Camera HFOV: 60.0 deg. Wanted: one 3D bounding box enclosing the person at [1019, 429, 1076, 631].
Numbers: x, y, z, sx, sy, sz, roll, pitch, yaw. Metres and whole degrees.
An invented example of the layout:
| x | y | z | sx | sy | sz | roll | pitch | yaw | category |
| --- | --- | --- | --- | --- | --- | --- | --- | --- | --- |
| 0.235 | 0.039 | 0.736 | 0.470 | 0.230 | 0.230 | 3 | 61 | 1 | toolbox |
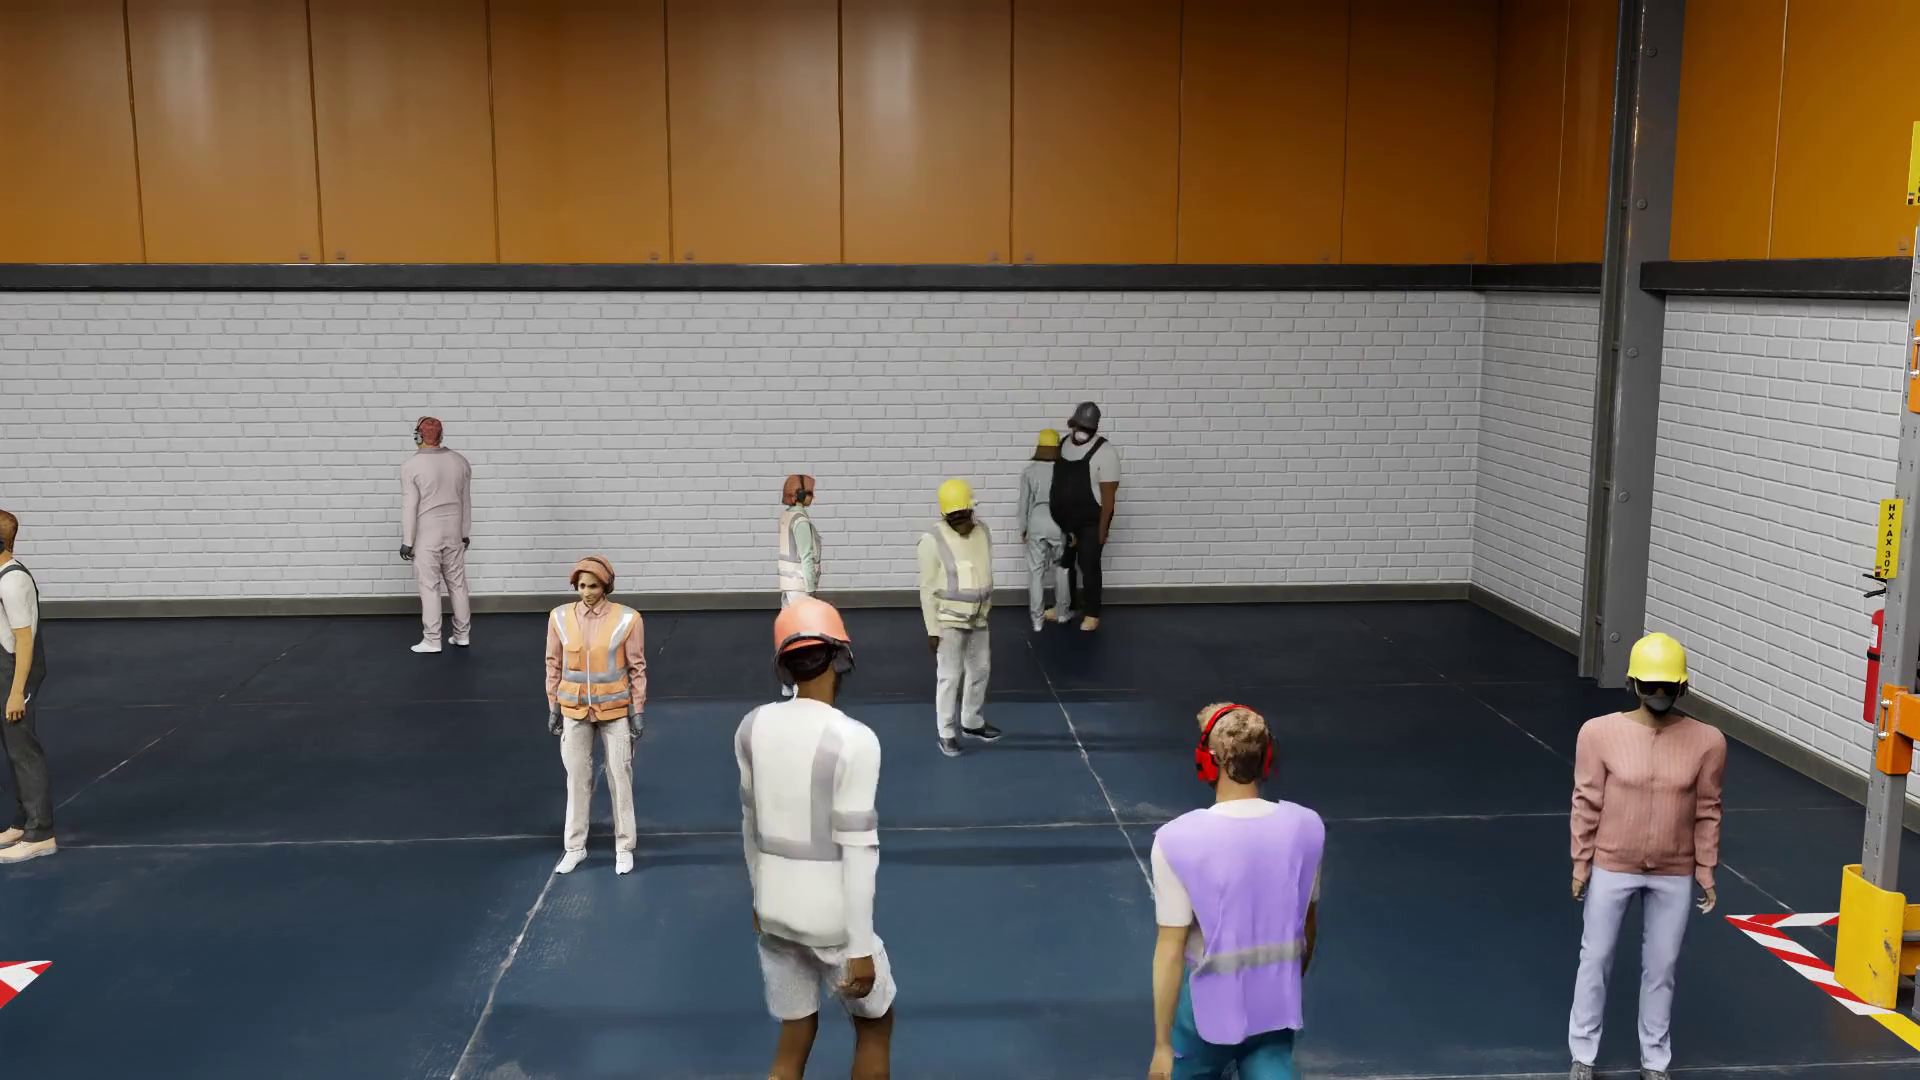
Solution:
| x | y | z | sx | sy | sz | roll | pitch | yaw | category |
| --- | --- | --- | --- | --- | --- | --- | --- | --- | --- |
| 0.780 | -0.105 | 14.379 | 0.514 | 1.717 | 0.736 | 2 | 9 | 13 | person |

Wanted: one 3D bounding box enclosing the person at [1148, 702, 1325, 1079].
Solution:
| x | y | z | sx | sy | sz | roll | pitch | yaw | category |
| --- | --- | --- | --- | --- | --- | --- | --- | --- | --- |
| 0.749 | 1.355 | 4.915 | 0.604 | 1.802 | 0.904 | -3 | 10 | -21 | person |

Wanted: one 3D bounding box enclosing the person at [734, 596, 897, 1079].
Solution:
| x | y | z | sx | sy | sz | roll | pitch | yaw | category |
| --- | --- | --- | --- | --- | --- | --- | --- | --- | --- |
| -0.470 | 1.190 | 5.366 | 0.655 | 2.000 | 0.612 | 7 | 11 | 37 | person |

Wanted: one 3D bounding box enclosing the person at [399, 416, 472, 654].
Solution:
| x | y | z | sx | sy | sz | roll | pitch | yaw | category |
| --- | --- | --- | --- | --- | --- | --- | --- | --- | --- |
| -4.238 | -0.041 | 13.395 | 0.400 | 1.907 | 0.645 | 7 | 11 | 37 | person |

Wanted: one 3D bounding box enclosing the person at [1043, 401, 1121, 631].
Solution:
| x | y | z | sx | sy | sz | roll | pitch | yaw | category |
| --- | --- | --- | --- | --- | --- | --- | --- | --- | --- |
| 1.012 | -0.233 | 14.182 | 0.565 | 2.000 | 0.754 | -9 | 13 | -44 | person |

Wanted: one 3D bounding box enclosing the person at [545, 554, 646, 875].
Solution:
| x | y | z | sx | sy | sz | roll | pitch | yaw | category |
| --- | --- | --- | --- | --- | --- | --- | --- | --- | --- |
| -1.842 | 0.882 | 8.435 | 0.513 | 1.640 | 0.309 | 0 | 9 | 3 | person |

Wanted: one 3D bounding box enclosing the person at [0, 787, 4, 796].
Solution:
| x | y | z | sx | sy | sz | roll | pitch | yaw | category |
| --- | --- | --- | --- | --- | --- | --- | --- | --- | --- |
| -5.727 | 0.588 | 9.474 | 0.509 | 1.893 | 0.662 | 6 | 11 | 34 | person |

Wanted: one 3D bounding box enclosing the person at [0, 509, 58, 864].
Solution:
| x | y | z | sx | sy | sz | roll | pitch | yaw | category |
| --- | --- | --- | --- | --- | --- | --- | --- | --- | --- |
| -4.943 | 0.745 | 8.650 | 0.333 | 1.844 | 0.514 | -7 | 11 | -37 | person |

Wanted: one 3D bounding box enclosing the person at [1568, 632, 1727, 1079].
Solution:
| x | y | z | sx | sy | sz | roll | pitch | yaw | category |
| --- | --- | --- | --- | --- | --- | --- | --- | --- | --- |
| 2.488 | 1.199 | 6.047 | 0.526 | 1.768 | 0.330 | 2 | 9 | 10 | person |

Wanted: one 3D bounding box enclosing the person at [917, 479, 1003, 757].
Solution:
| x | y | z | sx | sy | sz | roll | pitch | yaw | category |
| --- | --- | --- | --- | --- | --- | --- | --- | --- | --- |
| 0.000 | 0.485 | 10.476 | 0.646 | 1.787 | 0.460 | -8 | 12 | -41 | person |

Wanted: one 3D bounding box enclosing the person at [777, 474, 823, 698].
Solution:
| x | y | z | sx | sy | sz | roll | pitch | yaw | category |
| --- | --- | --- | --- | --- | --- | --- | --- | --- | --- |
| -1.137 | 0.349 | 11.789 | 0.307 | 1.638 | 0.512 | -4 | 10 | -23 | person |
